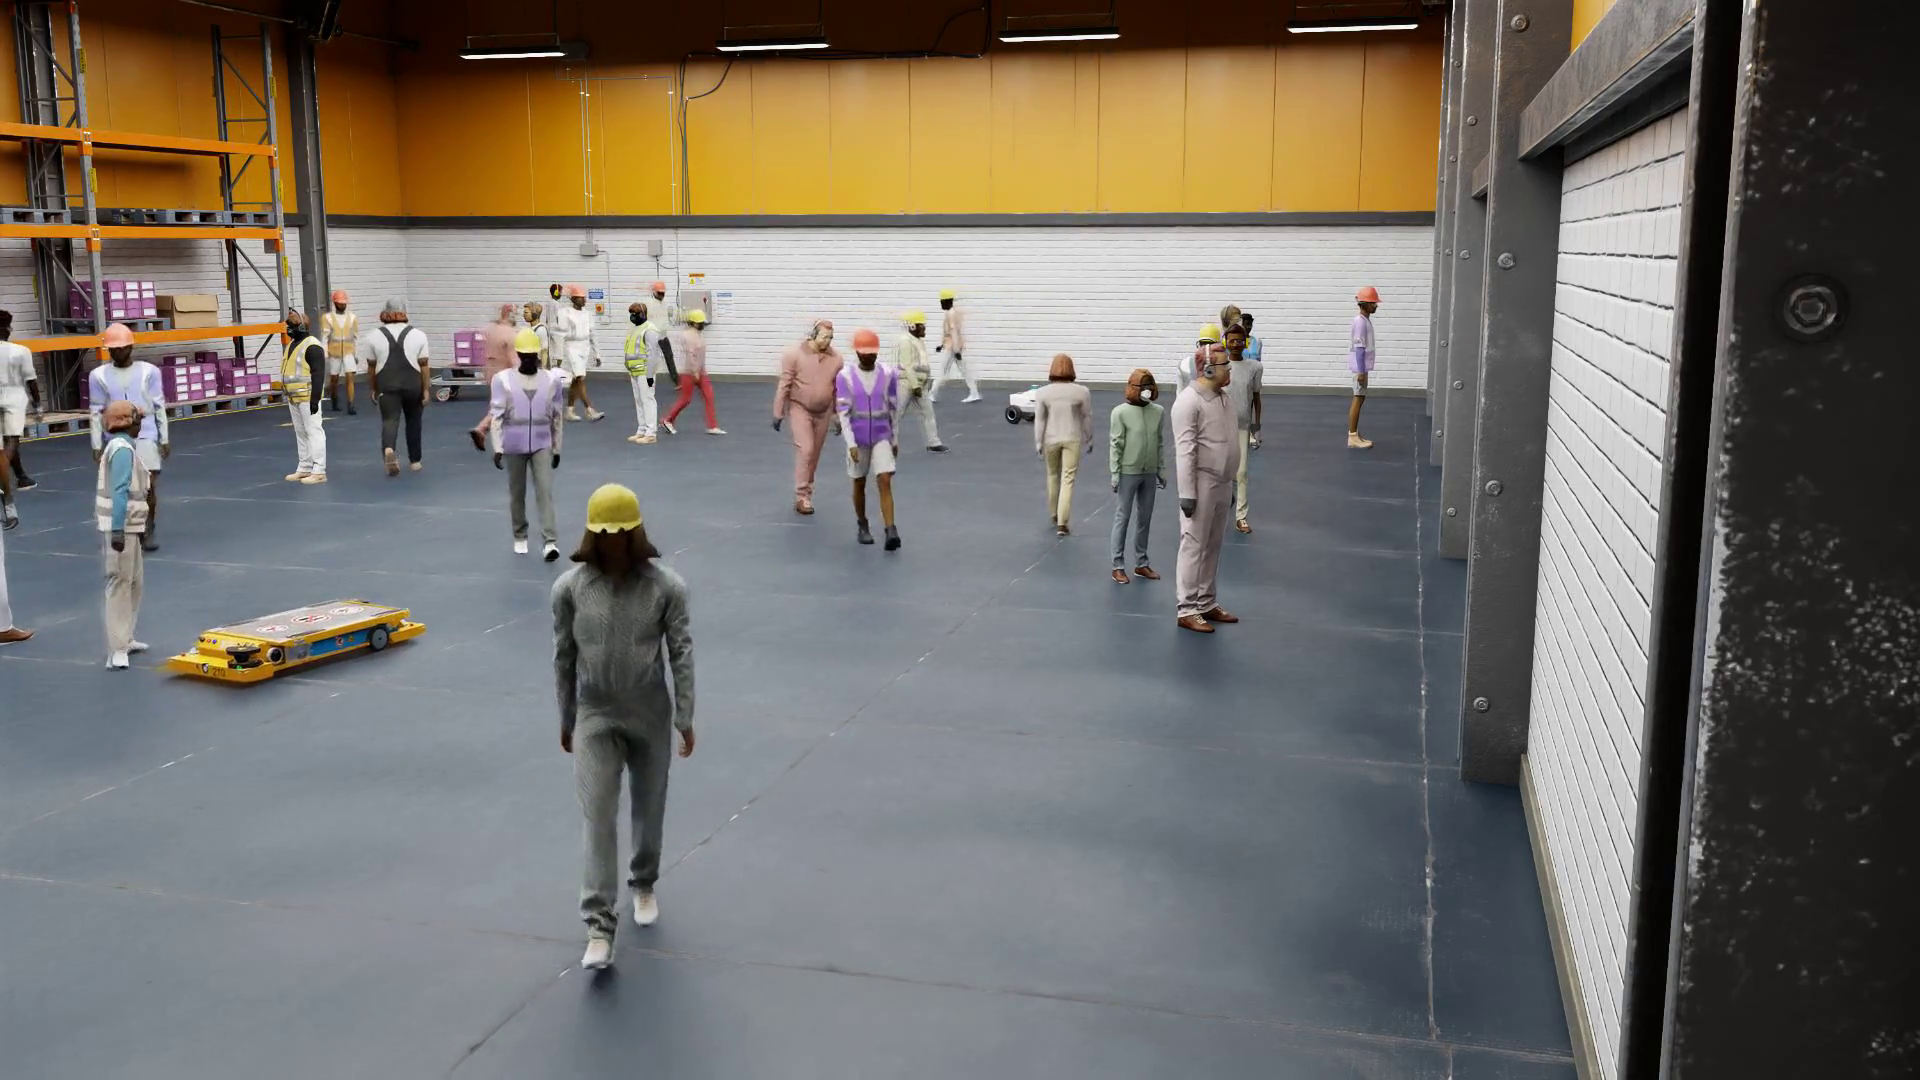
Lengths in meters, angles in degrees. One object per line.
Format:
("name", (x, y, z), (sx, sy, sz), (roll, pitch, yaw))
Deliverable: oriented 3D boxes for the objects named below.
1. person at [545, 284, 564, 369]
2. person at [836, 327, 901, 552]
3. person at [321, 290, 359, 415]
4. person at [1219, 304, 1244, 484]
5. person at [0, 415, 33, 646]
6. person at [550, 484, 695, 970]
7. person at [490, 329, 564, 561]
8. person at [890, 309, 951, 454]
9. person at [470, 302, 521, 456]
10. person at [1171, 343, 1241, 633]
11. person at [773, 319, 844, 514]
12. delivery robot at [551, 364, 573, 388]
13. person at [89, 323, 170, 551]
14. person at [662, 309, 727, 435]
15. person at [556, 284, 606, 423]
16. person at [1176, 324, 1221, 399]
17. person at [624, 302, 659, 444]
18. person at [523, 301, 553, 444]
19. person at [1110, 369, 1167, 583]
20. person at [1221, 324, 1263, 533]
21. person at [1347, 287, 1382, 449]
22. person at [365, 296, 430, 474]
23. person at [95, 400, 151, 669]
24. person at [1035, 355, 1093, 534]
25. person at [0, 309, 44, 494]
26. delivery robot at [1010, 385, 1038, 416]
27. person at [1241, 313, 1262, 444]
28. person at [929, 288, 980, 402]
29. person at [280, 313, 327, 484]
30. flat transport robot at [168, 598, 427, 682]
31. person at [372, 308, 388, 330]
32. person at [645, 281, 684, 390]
("person", (-7.461, -3.796, 30.751), (0.326, 1.865, 0.518), (-8, 13, -38))
("person", (-0.754, -0.837, 13.941), (0.544, 1.872, 1.020), (-2, 10, -12))
("person", (-9.492, -2.883, 25.478), (0.560, 1.912, 0.850), (-5, 11, -26))
("person", (2.841, -1.541, 17.764), (0.353, 1.937, 0.635), (6, 12, 32))
("person", (-6.301, -0.245, 10.634), (0.534, 1.864, 0.309), (0, 10, 1))
("person", (-1.204, 0.656, 5.970), (0.506, 1.702, 0.866), (-2, 10, -9))
("person", (-3.507, -0.765, 13.553), (0.609, 1.876, 1.005), (-4, 11, -22))
("person", (-0.614, -1.952, 20.543), (0.958, 1.793, 0.583), (4, 11, 23))
("person", (-5.588, -1.942, 20.208), (0.578, 1.880, 0.679), (-9, 14, -43))
("person", (1.668, -0.354, 11.116), (0.410, 1.912, 0.651), (7, 12, 35))
("person", (-1.394, -1.178, 15.937), (0.711, 1.859, 0.751), (-7, 12, -34))
("delivery robot", (-6.853, -2.743, 28.224), (0.707, 0.478, 0.477), (0, 10, 1))
("person", (-6.914, -0.835, 13.829), (0.586, 1.910, 0.702), (-4, 11, -19))
("person", (-3.637, -2.281, 22.558), (0.836, 1.724, 0.509), (4, 11, 23))
("person", (-5.422, -2.686, 24.050), (0.995, 2.002, 0.643), (6, 12, 32))
("person", (2.342, -1.137, 15.819), (0.586, 1.824, 0.404), (3, 10, 17))
("person", (-4.142, -2.172, 21.650), (0.429, 1.837, 0.624), (-7, 12, -33))
("person", (-5.468, -2.152, 21.488), (0.343, 1.847, 0.507), (-5, 11, -28))
("person", (1.358, -0.492, 12.686), (0.507, 1.631, 0.266), (-6, 12, -31))
("person", (2.444, -0.992, 14.852), (0.515, 1.872, 0.328), (1, 10, 4))
("person", (5.128, -2.180, 21.087), (0.386, 2.041, 0.615), (3, 10, 15))
("person", (-6.313, -1.759, 18.713), (0.681, 2.000, 0.859), (-2, 10, -13))
("person", (-5.122, -0.043, 10.217), (0.329, 1.608, 0.659), (-5, 11, -25))
("person", (0.934, -0.868, 14.956), (0.504, 1.587, 0.868), (2, 10, 13))
("person", (-9.798, -1.407, 17.067), (0.618, 1.924, 0.997), (0, 10, -2))
("delivery robot", (1.079, -1.987, 23.939), (0.707, 0.478, 0.477), (7, 12, 36))
("person", (3.661, -2.074, 21.472), (0.535, 1.697, 0.318), (-4, 11, -19))
("person", (-0.147, -3.174, 27.225), (1.042, 1.864, 0.581), (2, 10, 10))
("person", (-7.101, -1.530, 17.982), (0.626, 1.844, 0.429), (9, 13, 41))
("flat transport robot", (-4.095, 0.601, 10.358), (0.652, 0.197, 1.431), (5, 11, 27))
("person", (-8.689, -2.725, 25.336), (0.520, 1.626, 0.582), (-5, 11, -27))
("person", (-5.346, -3.623, 29.589), (1.043, 1.927, 0.634), (6, 12, 32))
